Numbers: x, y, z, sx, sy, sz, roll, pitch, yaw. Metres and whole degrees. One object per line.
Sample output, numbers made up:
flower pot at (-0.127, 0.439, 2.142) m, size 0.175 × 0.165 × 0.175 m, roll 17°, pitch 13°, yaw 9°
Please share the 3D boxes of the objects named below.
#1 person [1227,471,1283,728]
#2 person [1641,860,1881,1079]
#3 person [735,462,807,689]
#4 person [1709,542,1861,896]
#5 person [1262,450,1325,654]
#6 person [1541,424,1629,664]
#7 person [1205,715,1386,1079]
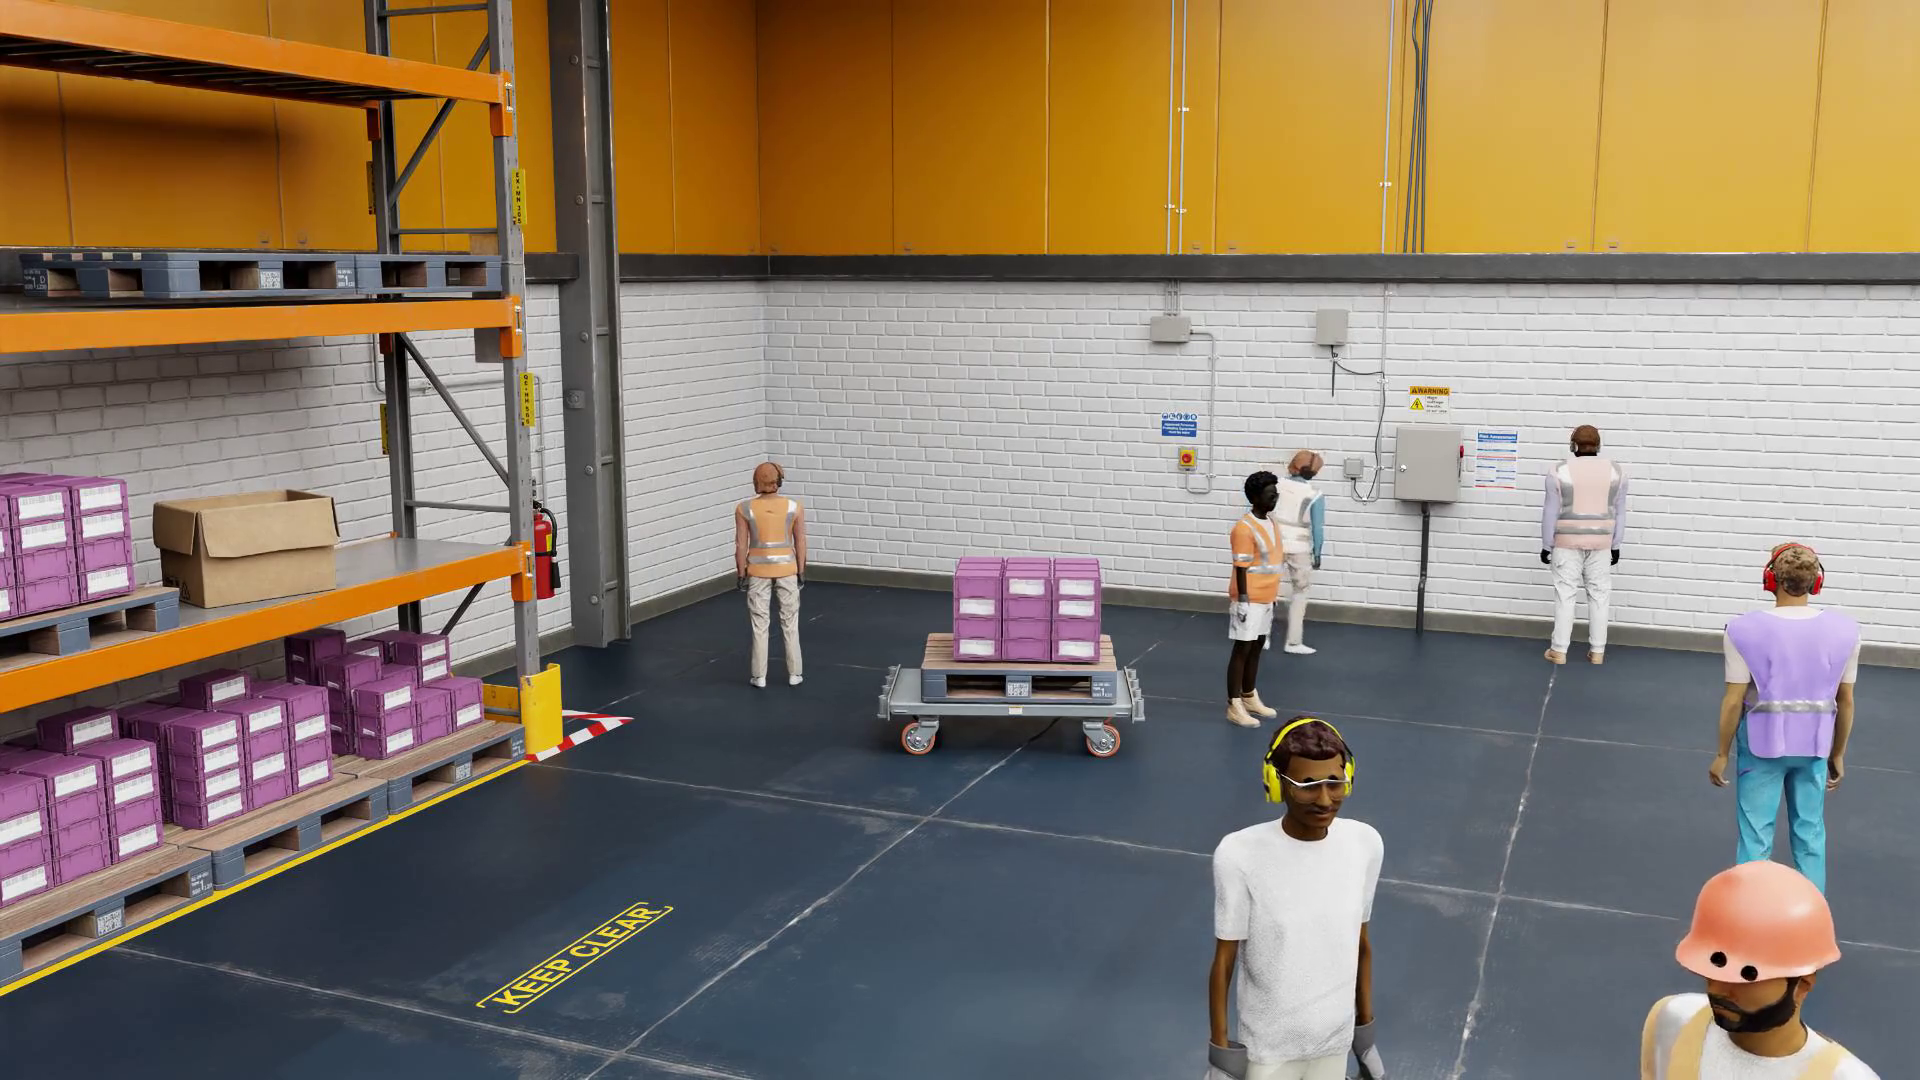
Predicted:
person at (1.958, 0.381, 11.013) m, size 0.320 × 1.695 × 0.538 m, roll 6°, pitch 11°, yaw 34°
person at (1.545, 1.554, 3.276) m, size 0.526 × 1.943 × 0.564 m, roll -5°, pitch 11°, yaw -28°
person at (-1.353, 0.258, 11.941) m, size 0.514 × 1.637 × 0.314 m, roll -2°, pitch 10°, yaw -10°
person at (3.574, 0.930, 7.232) m, size 0.562 × 1.847 × 0.390 m, roll 1°, pitch 9°, yaw 4°
person at (2.534, 0.086, 13.061) m, size 0.644 × 1.611 × 0.327 m, roll 6°, pitch 11°, yaw 33°
person at (4.730, 0.038, 12.672) m, size 0.623 × 1.839 × 0.429 m, roll 1°, pitch 9°, yaw 4°
person at (0.907, 1.374, 4.477) m, size 0.535 × 1.868 × 0.309 m, roll -3°, pitch 10°, yaw -17°
